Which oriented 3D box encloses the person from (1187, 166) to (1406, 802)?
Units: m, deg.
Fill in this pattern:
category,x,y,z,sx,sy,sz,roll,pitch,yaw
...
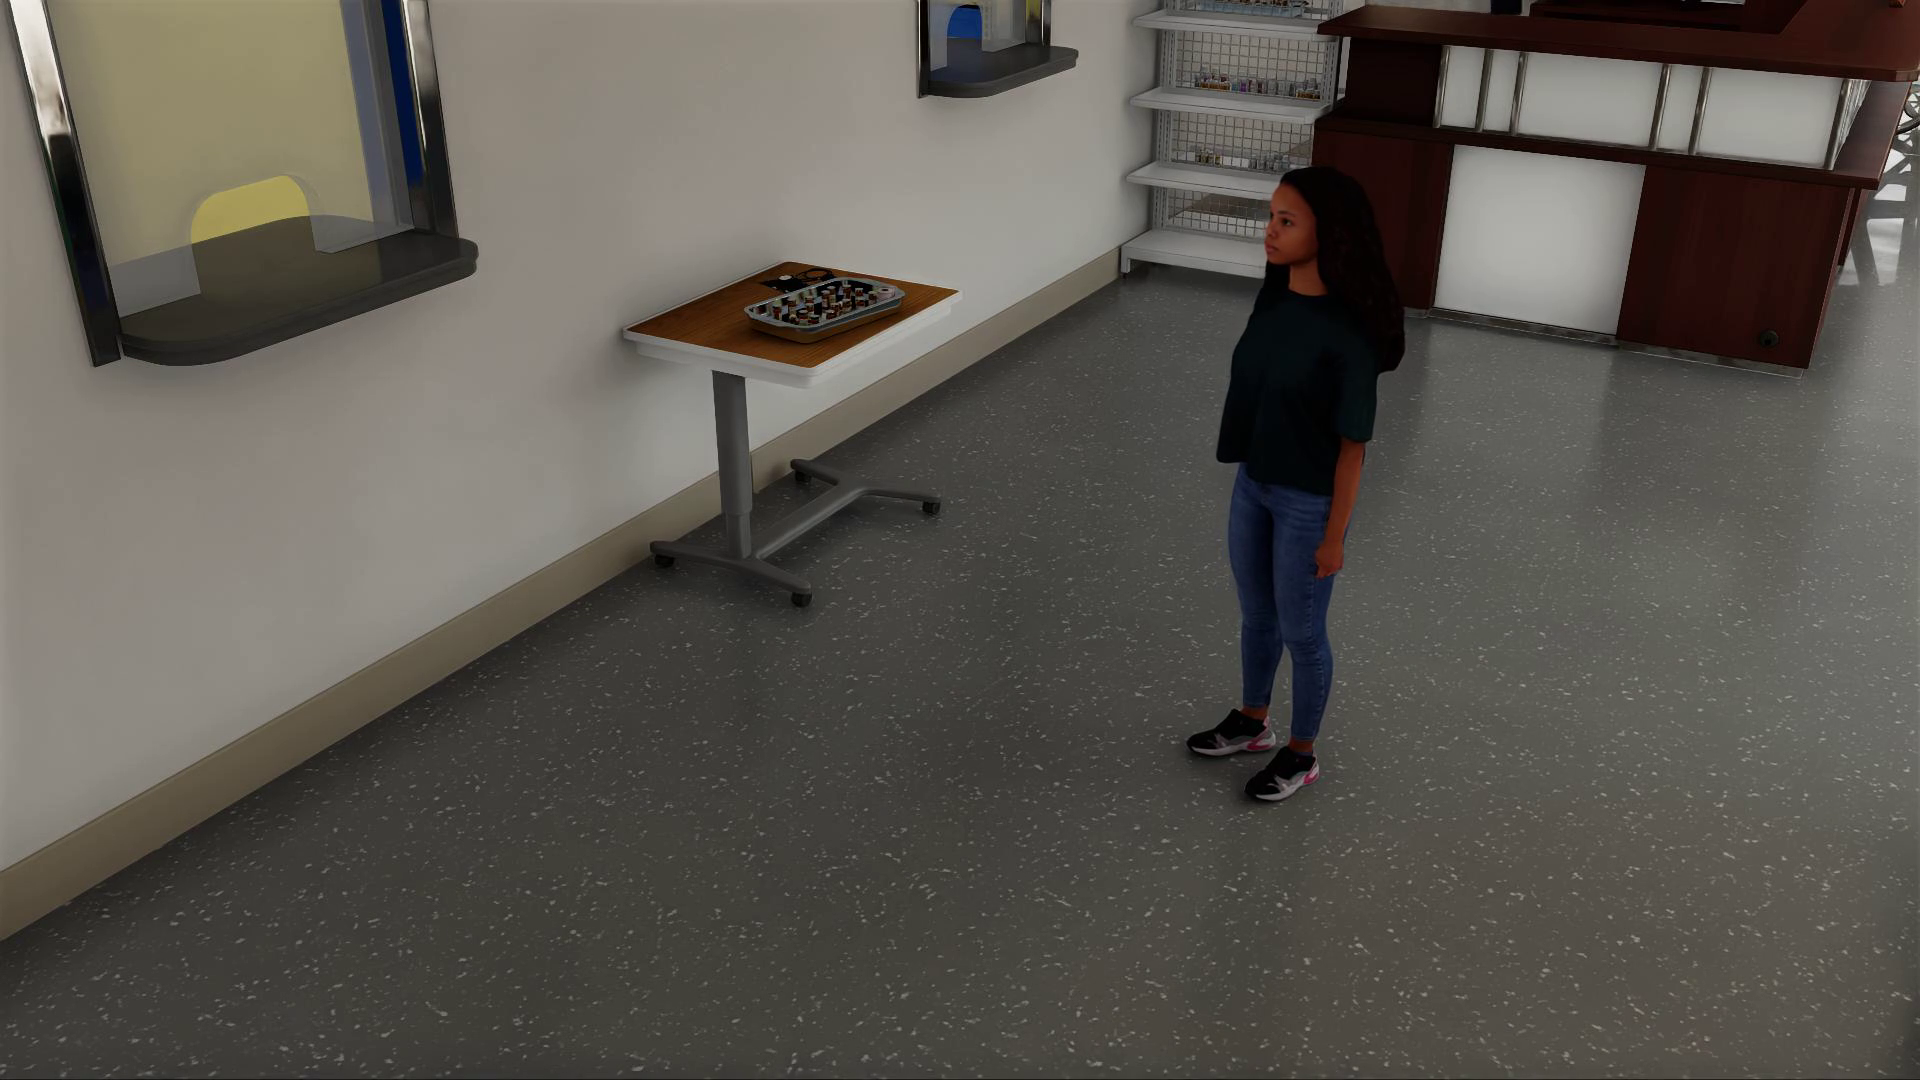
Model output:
category,x,y,z,sx,sy,sz,roll,pitch,yaw
person,0.827,-0.117,4.100,0.767,1.616,0.689,-12,28,-23
